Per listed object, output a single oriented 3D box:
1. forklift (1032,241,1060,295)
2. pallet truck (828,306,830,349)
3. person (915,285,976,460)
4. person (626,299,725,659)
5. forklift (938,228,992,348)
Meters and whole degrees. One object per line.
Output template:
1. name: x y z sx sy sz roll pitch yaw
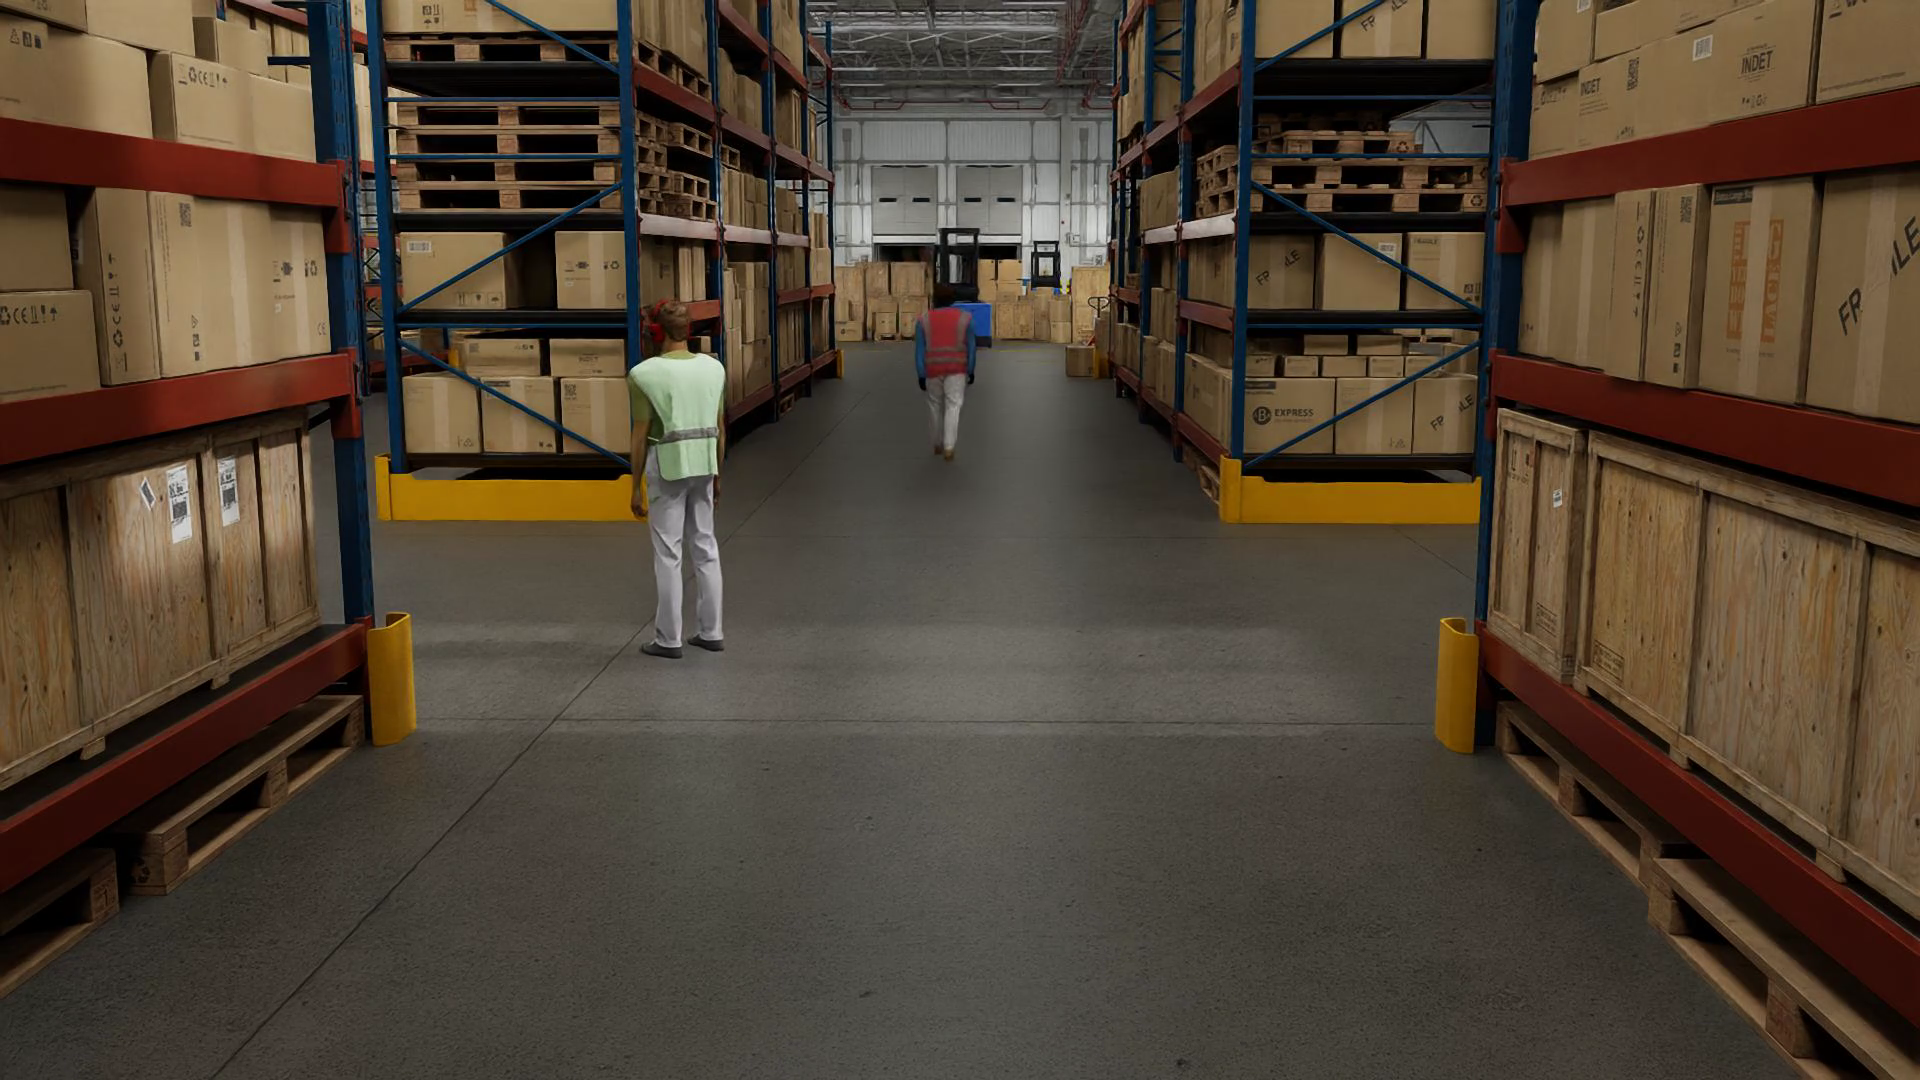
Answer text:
1. forklift: 3.177 -9.688 61.592 1.129 2.768 1.873 0 9 1
2. pallet truck: -3.100 -3.940 29.800 1.885 1.965 0.823 3 10 19
3. person: -0.150 -1.735 17.218 0.621 1.803 0.957 1 9 4
4. person: -1.434 -0.302 8.505 0.563 1.840 0.397 -9 13 -42
5. forklift: -0.022 -5.940 39.141 1.129 2.768 1.873 -3 10 -18
